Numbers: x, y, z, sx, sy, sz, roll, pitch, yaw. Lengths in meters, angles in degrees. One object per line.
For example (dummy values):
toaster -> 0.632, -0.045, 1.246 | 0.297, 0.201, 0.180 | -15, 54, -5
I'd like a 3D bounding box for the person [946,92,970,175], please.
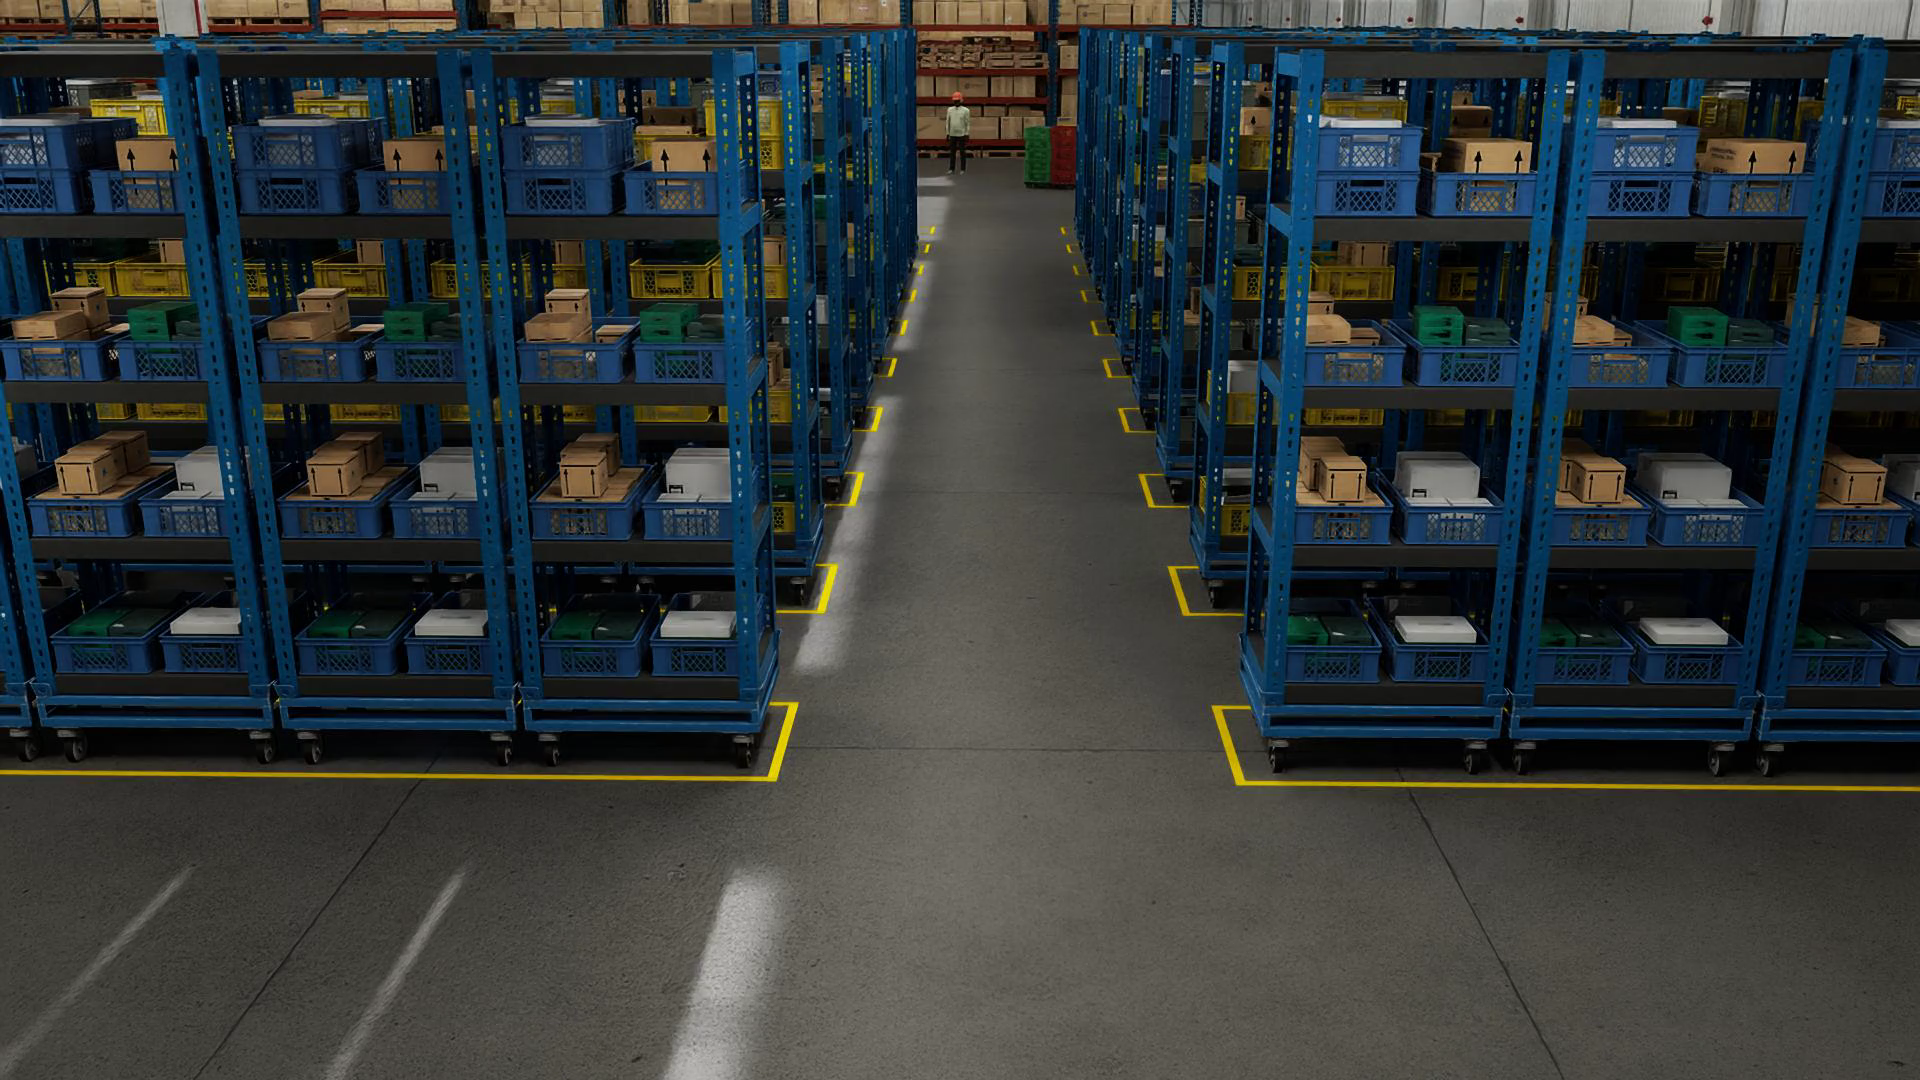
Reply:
person -> -0.064, -10.003, 40.972 | 0.617, 1.994, 0.381 | 6, 18, 19
